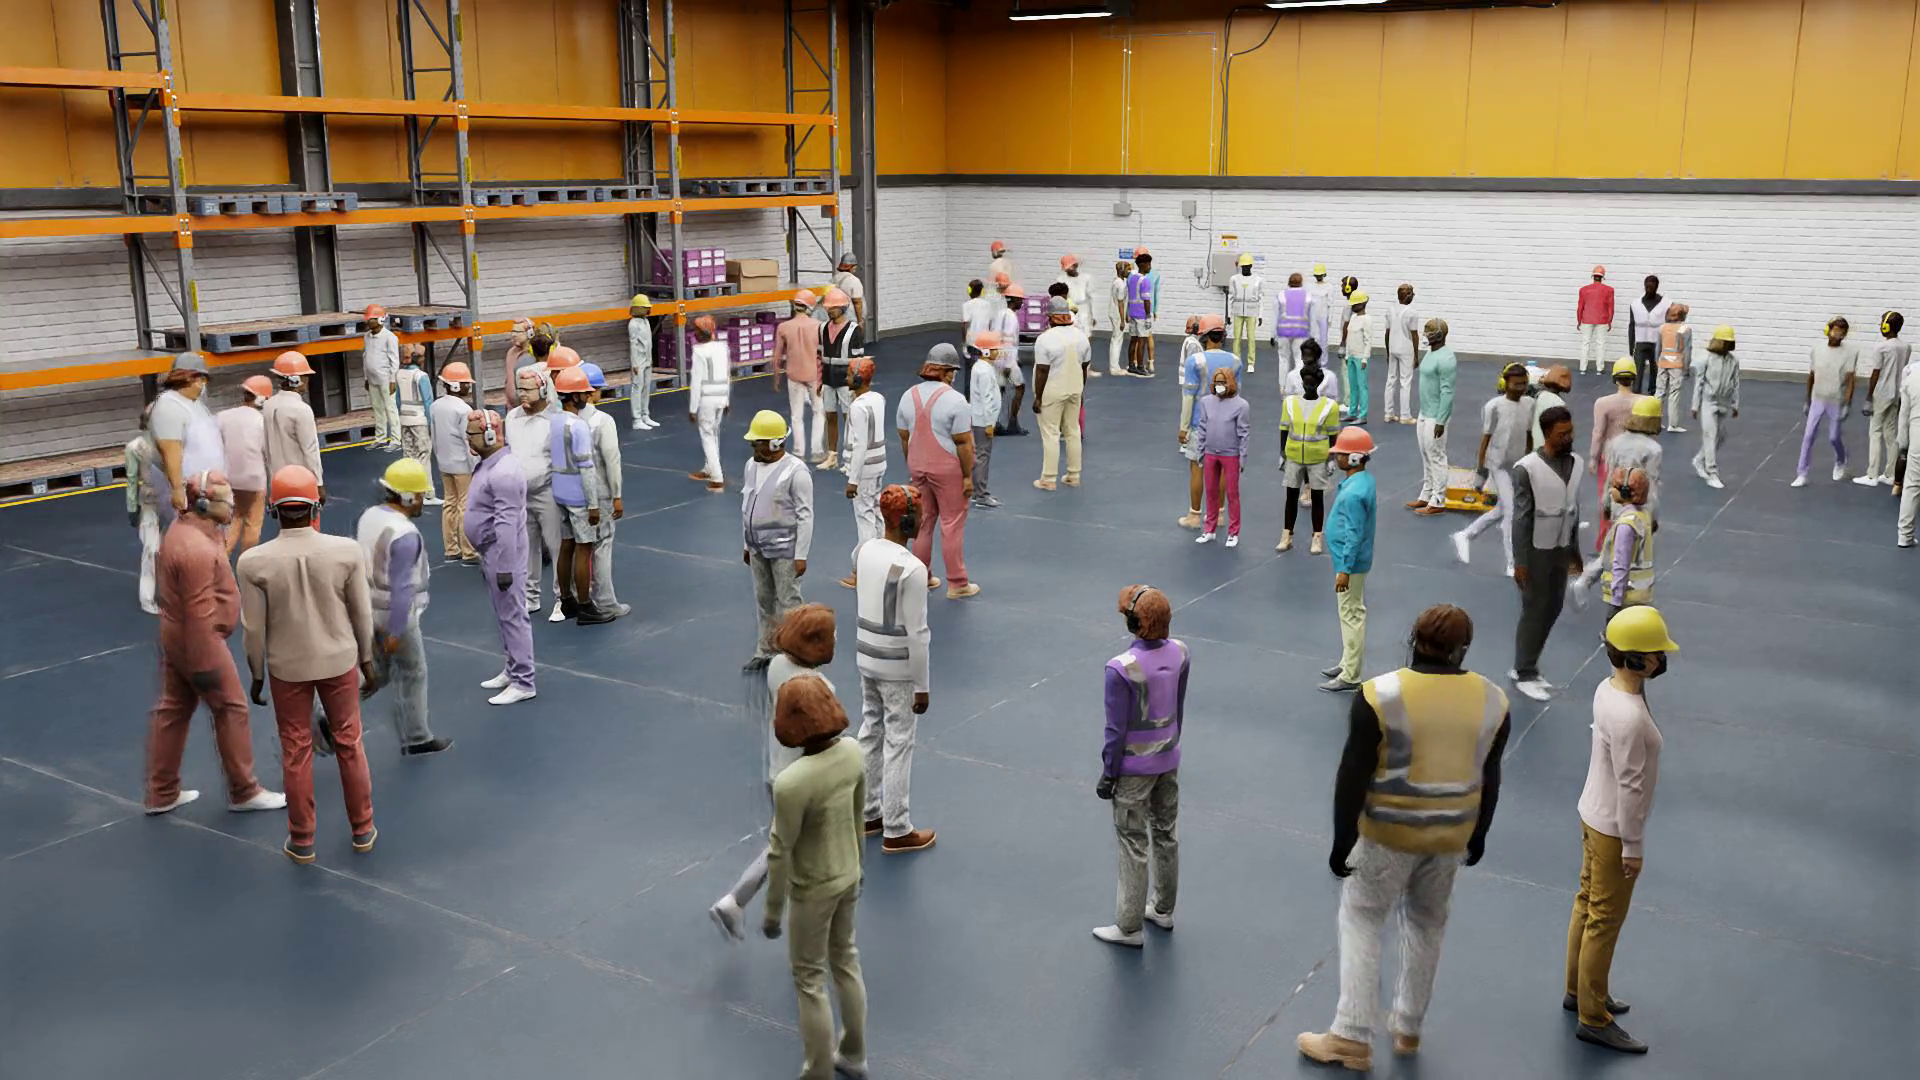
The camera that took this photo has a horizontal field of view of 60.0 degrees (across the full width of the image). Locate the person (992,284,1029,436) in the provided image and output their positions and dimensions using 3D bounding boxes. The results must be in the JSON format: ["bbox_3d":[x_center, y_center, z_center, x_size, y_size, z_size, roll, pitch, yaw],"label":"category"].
[{"bbox_3d":[0.635,-2.249,20.848,0.627,1.904,0.553,-5,14,-19],"label":"person"}]

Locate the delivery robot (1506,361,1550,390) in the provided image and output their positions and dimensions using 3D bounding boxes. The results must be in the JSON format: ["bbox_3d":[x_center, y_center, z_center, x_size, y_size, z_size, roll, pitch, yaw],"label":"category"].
[{"bbox_3d":[8.211,-2.333,23.974,0.707,0.478,0.477,-6,14,-24],"label":"delivery robot"}]

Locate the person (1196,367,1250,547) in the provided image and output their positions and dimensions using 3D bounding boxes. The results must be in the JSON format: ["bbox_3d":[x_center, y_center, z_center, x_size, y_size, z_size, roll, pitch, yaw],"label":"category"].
[{"bbox_3d":[2.362,-0.750,14.973,0.500,1.628,0.277,10,16,36],"label":"person"}]

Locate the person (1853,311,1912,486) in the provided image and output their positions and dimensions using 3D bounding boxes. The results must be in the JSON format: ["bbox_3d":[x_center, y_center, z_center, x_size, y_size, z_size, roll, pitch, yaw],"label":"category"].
[{"bbox_3d":[9.857,-1.500,17.724,0.499,1.861,0.326,-5,14,-21],"label":"person"}]

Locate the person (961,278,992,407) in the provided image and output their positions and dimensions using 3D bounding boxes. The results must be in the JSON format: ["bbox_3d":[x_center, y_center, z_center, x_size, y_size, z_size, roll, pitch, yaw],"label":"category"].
[{"bbox_3d":[0.258,-2.683,22.939,0.511,1.827,0.763,-5,14,-21],"label":"person"}]

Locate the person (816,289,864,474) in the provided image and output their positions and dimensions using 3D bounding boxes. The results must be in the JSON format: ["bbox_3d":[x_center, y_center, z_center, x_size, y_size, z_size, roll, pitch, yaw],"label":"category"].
[{"bbox_3d":[-1.350,-1.752,18.399,0.607,2.044,0.375,8,15,31],"label":"person"}]

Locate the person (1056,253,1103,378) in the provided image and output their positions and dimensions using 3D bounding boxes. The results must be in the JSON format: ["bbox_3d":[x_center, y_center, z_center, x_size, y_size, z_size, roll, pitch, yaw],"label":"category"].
[{"bbox_3d":[1.908,-3.491,26.097,0.841,1.992,0.385,-4,13,-15],"label":"person"}]

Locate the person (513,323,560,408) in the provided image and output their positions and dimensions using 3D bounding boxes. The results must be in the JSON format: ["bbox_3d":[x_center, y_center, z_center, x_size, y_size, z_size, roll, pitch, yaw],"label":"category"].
[{"bbox_3d":[-3.876,-1.083,15.729,0.635,1.936,0.359,3,13,15],"label":"person"}]

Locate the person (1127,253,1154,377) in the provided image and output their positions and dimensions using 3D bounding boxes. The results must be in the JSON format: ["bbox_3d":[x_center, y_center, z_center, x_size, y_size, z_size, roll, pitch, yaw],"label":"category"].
[{"bbox_3d":[2.879,-3.580,26.501,0.361,1.962,0.613,-5,14,-22],"label":"person"}]

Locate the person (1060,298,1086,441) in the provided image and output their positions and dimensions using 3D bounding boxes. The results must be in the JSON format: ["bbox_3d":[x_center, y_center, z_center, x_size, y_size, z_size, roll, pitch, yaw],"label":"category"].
[{"bbox_3d":[1.367,-2.092,20.524,0.395,1.756,0.545,12,17,41],"label":"person"}]

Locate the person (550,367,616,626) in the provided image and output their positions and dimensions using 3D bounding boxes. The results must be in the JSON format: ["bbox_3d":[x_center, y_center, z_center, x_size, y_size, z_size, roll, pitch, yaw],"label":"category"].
[{"bbox_3d":[-2.863,-0.327,12.451,0.354,1.939,0.545,-12,17,-41],"label":"person"}]

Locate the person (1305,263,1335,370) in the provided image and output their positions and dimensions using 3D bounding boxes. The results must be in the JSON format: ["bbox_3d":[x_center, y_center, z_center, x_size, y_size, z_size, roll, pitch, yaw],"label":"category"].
[{"bbox_3d":[5.867,-3.649,27.258,0.526,1.761,0.344,9,16,34],"label":"person"}]

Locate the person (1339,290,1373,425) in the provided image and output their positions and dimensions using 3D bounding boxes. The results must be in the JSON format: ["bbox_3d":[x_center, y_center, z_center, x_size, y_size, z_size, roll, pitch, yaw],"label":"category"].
[{"bbox_3d":[5.196,-2.389,21.784,0.320,1.763,0.522,-4,14,-16],"label":"person"}]

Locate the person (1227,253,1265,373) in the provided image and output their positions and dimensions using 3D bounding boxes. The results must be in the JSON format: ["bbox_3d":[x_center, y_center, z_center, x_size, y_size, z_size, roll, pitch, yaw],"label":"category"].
[{"bbox_3d":[4.633,-3.682,27.022,0.594,1.926,0.368,5,14,21],"label":"person"}]

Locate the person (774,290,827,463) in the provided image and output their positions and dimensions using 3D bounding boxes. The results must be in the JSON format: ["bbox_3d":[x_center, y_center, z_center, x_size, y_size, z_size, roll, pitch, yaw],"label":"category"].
[{"bbox_3d":[-1.774,-1.867,19.042,0.674,1.973,0.420,0,13,2],"label":"person"}]

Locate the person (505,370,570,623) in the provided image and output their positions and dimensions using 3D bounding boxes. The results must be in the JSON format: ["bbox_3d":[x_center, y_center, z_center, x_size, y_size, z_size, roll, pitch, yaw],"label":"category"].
[{"bbox_3d":[-3.181,-0.330,12.531,0.639,1.910,0.406,5,14,21],"label":"person"}]

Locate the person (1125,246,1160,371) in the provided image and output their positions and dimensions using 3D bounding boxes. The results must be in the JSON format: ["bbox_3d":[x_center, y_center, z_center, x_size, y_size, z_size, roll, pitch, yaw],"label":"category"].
[{"bbox_3d":[2.945,-3.753,27.109,0.614,2.034,0.408,-6,14,-23],"label":"person"}]

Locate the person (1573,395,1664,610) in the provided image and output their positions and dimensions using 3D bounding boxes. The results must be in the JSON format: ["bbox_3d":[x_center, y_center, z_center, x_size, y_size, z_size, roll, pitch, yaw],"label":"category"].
[{"bbox_3d":[5.001,-0.231,12.516,0.590,1.721,0.484,-5,14,-21],"label":"person"}]

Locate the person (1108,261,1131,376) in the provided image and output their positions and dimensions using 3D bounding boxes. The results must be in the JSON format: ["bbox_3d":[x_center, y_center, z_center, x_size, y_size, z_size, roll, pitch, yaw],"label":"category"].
[{"bbox_3d":[2.558,-3.554,26.684,0.341,1.839,0.501,-1,13,-6],"label":"person"}]

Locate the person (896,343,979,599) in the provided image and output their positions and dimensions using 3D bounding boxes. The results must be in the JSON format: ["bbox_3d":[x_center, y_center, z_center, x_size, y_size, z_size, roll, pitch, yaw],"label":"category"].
[{"bbox_3d":[-0.131,-0.566,13.261,0.674,2.000,0.535,10,16,37],"label":"person"}]

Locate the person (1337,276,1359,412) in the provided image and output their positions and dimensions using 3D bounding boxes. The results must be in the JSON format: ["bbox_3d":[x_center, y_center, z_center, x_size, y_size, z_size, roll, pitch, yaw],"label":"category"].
[{"bbox_3d":[5.354,-2.693,22.899,0.327,1.861,0.499,8,15,30],"label":"person"}]

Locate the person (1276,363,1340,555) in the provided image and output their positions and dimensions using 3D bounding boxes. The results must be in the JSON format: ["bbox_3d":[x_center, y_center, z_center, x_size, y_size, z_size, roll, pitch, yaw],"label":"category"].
[{"bbox_3d":[3.059,-0.716,14.661,0.530,1.698,0.322,6,14,25],"label":"person"}]

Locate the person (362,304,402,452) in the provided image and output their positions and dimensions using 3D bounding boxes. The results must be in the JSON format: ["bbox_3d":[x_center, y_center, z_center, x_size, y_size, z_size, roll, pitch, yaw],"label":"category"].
[{"bbox_3d":[-6.908,-1.929,19.803,0.563,1.752,0.328,8,15,31],"label":"person"}]

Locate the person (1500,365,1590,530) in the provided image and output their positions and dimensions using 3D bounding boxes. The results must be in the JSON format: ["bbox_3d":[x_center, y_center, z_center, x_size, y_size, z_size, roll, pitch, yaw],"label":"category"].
[{"bbox_3d":[5.438,-0.823,15.356,0.837,1.579,0.533,1,13,3],"label":"person"}]

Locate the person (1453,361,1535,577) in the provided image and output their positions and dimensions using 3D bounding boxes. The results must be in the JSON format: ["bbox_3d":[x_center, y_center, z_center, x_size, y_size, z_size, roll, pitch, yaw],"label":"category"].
[{"bbox_3d":[4.524,-0.610,13.954,0.542,1.825,0.843,-7,15,-26],"label":"person"}]

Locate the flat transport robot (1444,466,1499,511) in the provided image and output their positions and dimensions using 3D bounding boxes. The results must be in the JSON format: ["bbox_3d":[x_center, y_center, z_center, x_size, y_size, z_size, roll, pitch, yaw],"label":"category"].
[{"bbox_3d":[5.224,-0.529,16.980,0.652,0.197,1.431,5,14,19],"label":"flat transport robot"}]

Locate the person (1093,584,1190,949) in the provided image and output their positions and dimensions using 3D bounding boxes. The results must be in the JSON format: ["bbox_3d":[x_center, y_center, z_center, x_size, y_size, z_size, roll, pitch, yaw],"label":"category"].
[{"bbox_3d":[0.810,0.997,7.361,0.308,1.641,0.514,13,18,44],"label":"person"}]

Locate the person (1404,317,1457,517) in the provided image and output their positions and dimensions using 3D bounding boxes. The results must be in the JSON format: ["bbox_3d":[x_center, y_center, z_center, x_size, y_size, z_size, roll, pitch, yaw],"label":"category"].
[{"bbox_3d":[4.614,-1.197,16.220,0.357,1.938,0.638,0,13,0],"label":"person"}]

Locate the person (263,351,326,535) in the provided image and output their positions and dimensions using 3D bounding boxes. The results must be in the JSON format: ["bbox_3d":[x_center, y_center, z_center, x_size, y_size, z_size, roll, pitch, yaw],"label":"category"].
[{"bbox_3d":[-5.146,-0.473,12.957,0.624,1.992,0.385,10,16,36],"label":"person"}]

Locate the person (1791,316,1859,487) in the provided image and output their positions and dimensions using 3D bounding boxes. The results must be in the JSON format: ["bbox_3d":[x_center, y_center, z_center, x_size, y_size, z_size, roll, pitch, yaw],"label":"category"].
[{"bbox_3d":[9.279,-1.486,17.721,0.524,1.837,0.810,11,17,41],"label":"person"}]

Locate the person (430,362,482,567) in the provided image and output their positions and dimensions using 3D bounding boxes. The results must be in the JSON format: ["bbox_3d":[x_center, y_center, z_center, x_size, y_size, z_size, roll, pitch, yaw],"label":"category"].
[{"bbox_3d":[-4.279,-0.649,14.256,0.575,1.746,0.331,11,17,39],"label":"person"}]

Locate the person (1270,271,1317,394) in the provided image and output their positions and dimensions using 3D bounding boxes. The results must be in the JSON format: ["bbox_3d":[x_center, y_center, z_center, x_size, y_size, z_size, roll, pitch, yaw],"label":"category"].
[{"bbox_3d":[4.882,-3.009,24.344,0.655,1.820,0.586,2,13,7],"label":"person"}]

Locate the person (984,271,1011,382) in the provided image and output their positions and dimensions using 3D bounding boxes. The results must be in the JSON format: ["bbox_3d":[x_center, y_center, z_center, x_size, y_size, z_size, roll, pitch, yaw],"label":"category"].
[{"bbox_3d":[0.567,-3.359,26.088,0.596,1.716,0.737,-11,17,-41],"label":"person"}]

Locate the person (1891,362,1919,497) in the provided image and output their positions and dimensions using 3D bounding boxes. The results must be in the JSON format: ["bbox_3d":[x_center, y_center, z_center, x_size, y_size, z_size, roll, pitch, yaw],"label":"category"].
[{"bbox_3d":[9.822,-1.237,16.951,0.321,1.686,0.540,-7,15,-29],"label":"person"}]

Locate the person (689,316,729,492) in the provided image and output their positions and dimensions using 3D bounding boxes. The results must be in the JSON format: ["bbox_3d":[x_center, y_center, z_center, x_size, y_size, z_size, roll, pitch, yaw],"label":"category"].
[{"bbox_3d":[-2.688,-1.450,17.564,0.717,1.834,0.640,7,15,27],"label":"person"}]

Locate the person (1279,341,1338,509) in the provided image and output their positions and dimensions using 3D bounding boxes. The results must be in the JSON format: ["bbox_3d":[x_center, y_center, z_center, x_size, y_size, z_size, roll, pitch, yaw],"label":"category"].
[{"bbox_3d":[3.453,-1.147,16.605,0.550,1.655,0.817,8,15,31],"label":"person"}]
